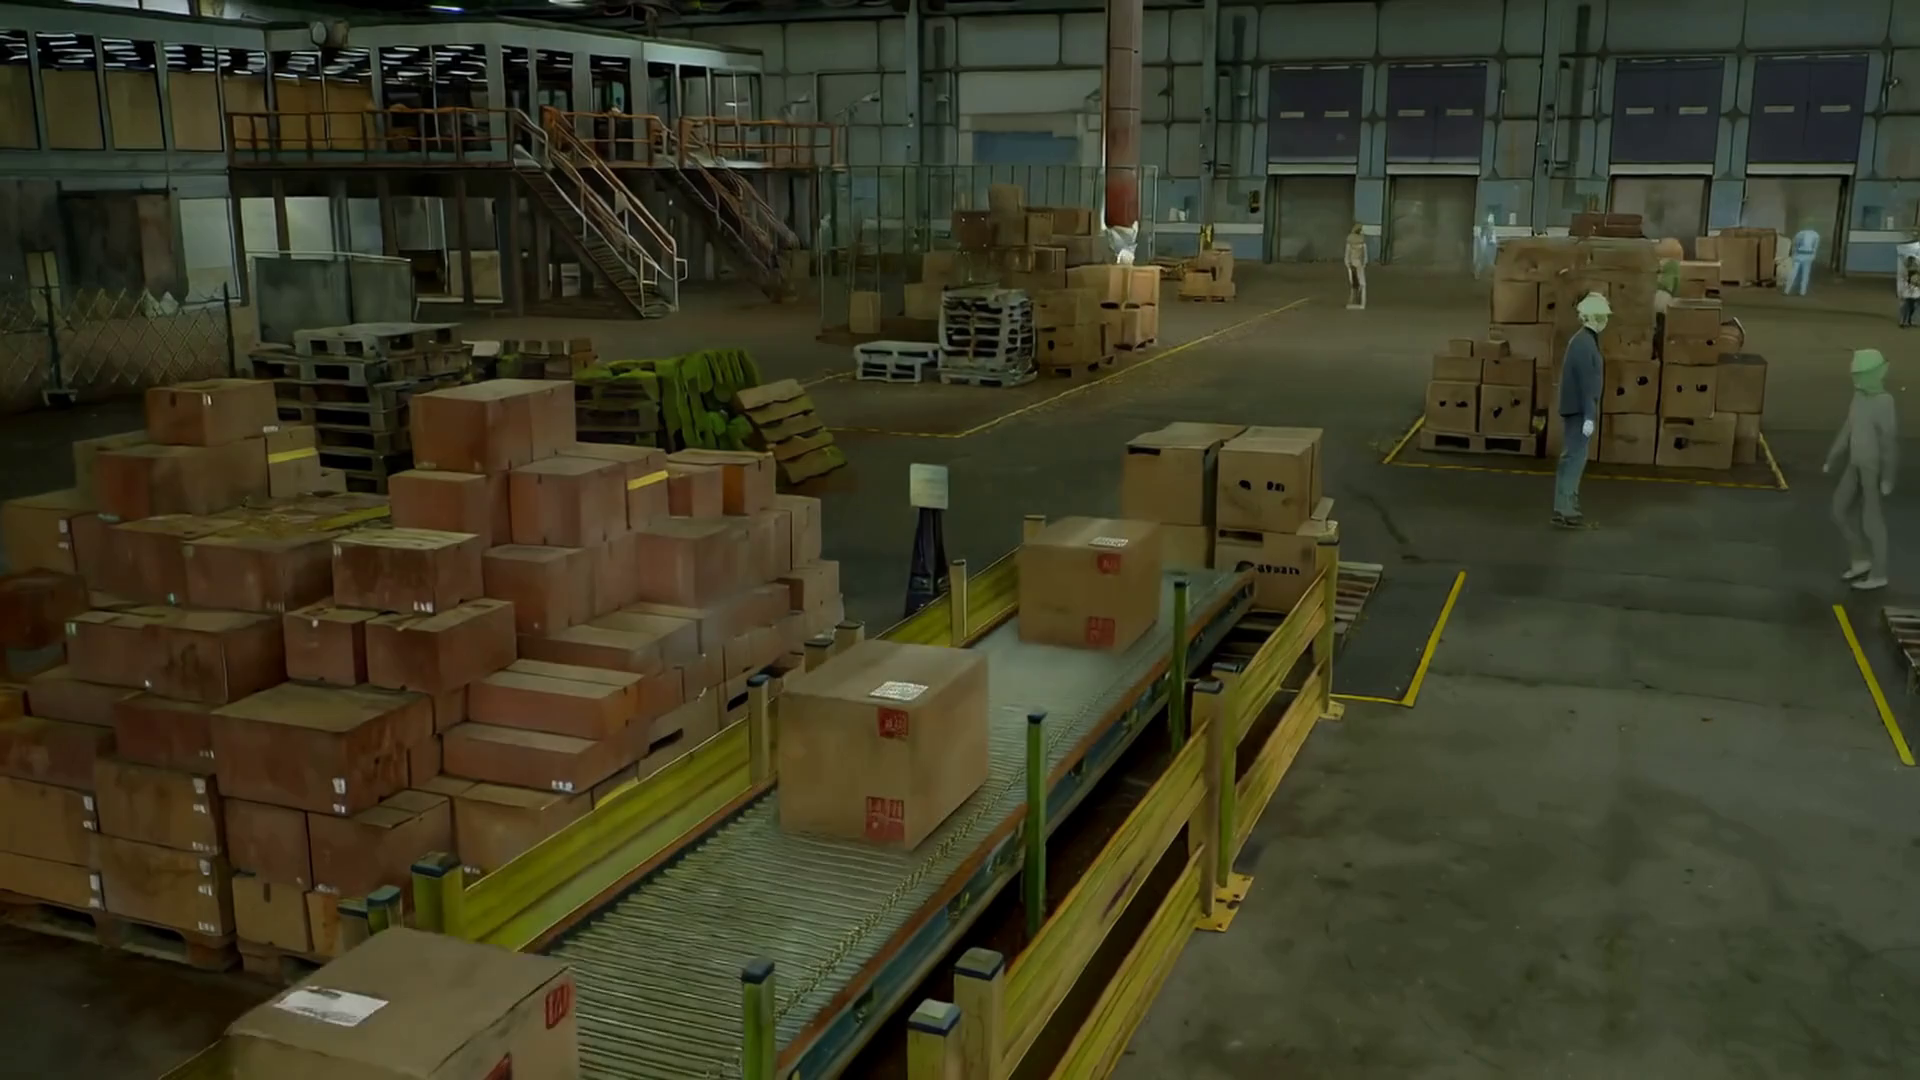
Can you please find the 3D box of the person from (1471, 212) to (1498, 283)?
[{"bbox_3d":[14.054,-7.784,44.319,0.600,1.906,0.992,-11,17,-41],"label":"person"}]

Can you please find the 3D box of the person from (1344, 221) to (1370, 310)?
[{"bbox_3d":[8.587,-5.939,36.005,0.387,1.928,0.642,-8,15,-33],"label":"person"}]

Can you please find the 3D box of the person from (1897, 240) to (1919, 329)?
[{"bbox_3d":[18.268,-4.895,31.841,0.534,1.691,0.322,-8,15,-31],"label":"person"}]

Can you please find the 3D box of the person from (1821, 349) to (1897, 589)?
[{"bbox_3d":[6.587,-0.520,12.112,0.432,1.732,0.530,1,13,5],"label":"person"}]

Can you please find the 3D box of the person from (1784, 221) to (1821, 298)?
[{"bbox_3d":[19.861,-6.607,39.219,0.663,1.823,0.567,1,13,5],"label":"person"}]

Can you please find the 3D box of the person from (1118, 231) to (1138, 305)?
[{"bbox_3d":[2.959,-4.598,29.979,0.531,1.920,0.571,-1,13,-5],"label":"person"}]

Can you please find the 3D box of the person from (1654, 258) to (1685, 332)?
[{"bbox_3d":[8.104,-2.307,19.435,0.902,2.000,0.683,5,14,23],"label":"person"}]

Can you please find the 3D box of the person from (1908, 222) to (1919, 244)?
[{"bbox_3d":[23.354,-6.920,40.801,0.310,1.741,0.494,10,16,38],"label":"person"}]

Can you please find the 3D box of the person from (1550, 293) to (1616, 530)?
[{"bbox_3d":[5.276,-1.091,14.083,0.396,1.992,0.622,2,13,7],"label":"person"}]
